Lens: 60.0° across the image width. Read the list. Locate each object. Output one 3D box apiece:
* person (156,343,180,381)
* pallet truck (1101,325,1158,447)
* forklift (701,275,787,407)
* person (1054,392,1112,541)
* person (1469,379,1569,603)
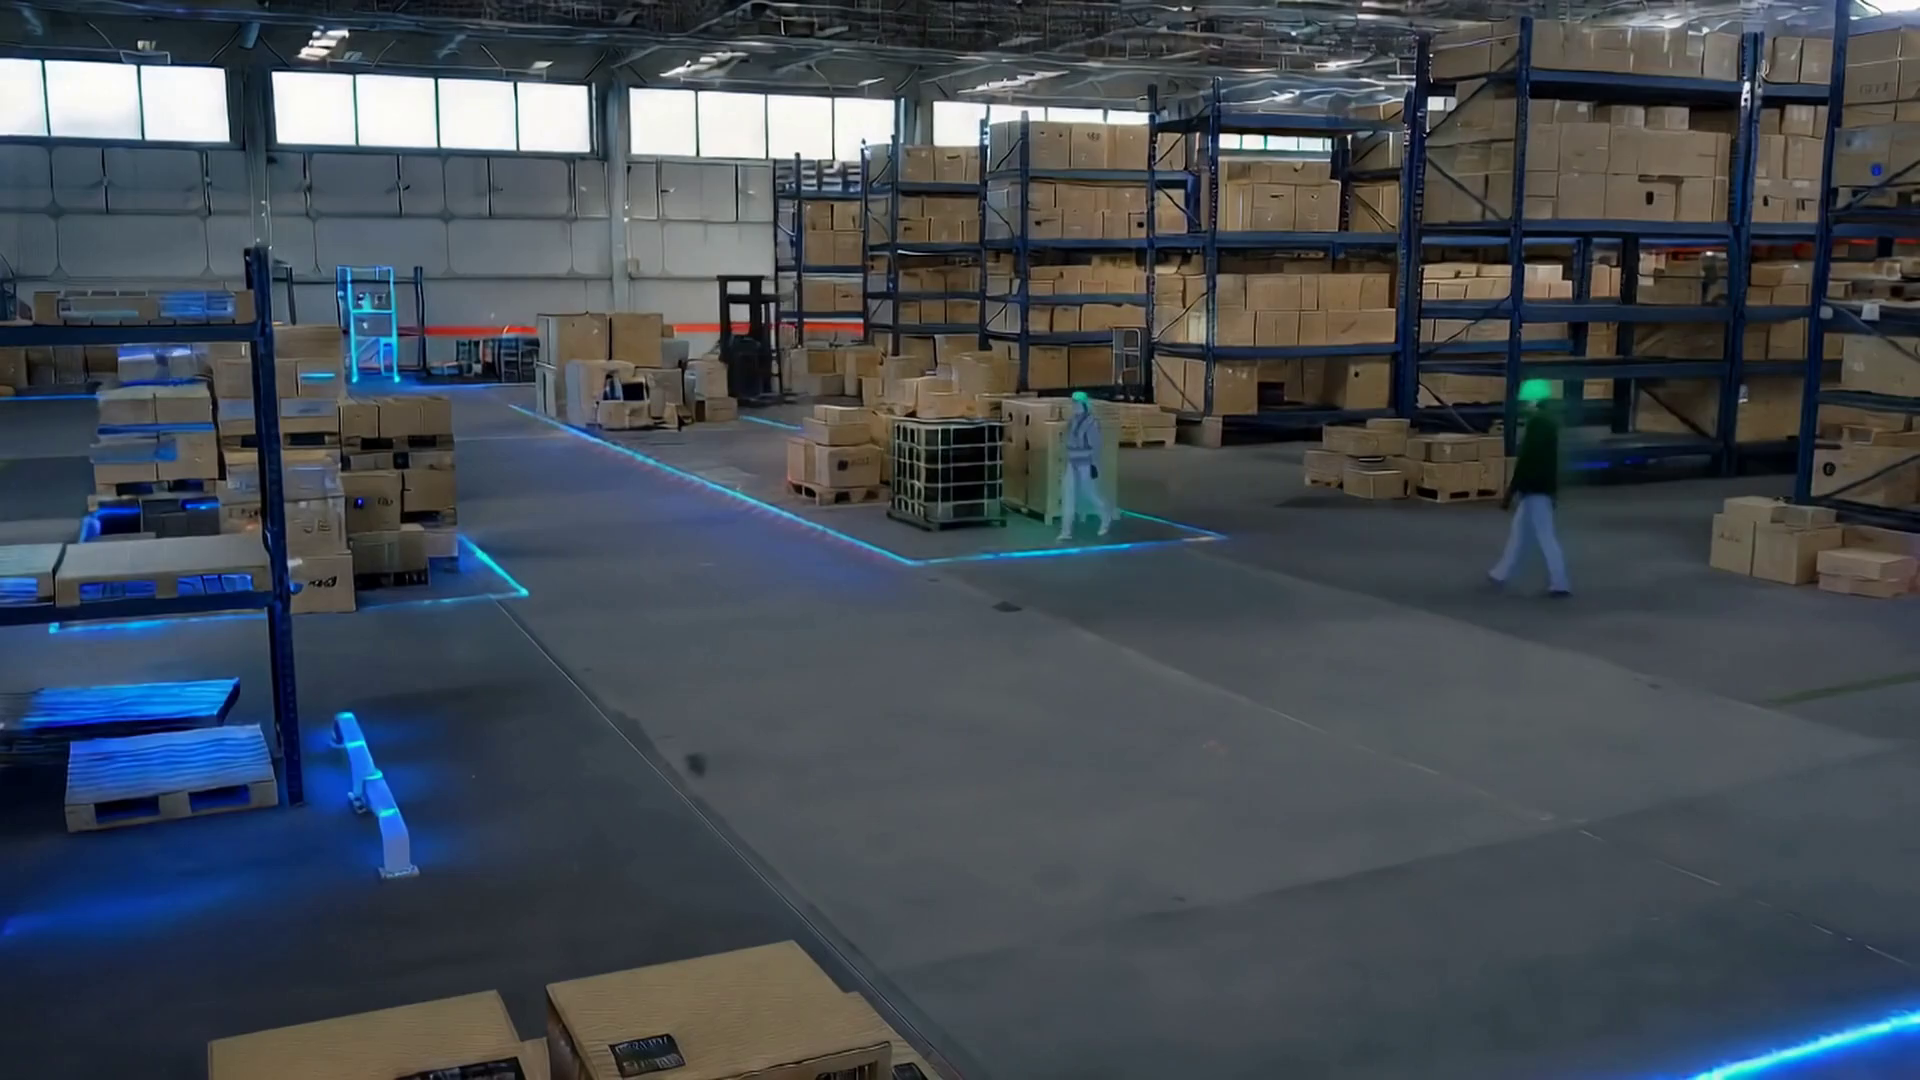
[{"bbox_3d":[-16.956,-3.802,35.618,0.437,1.925,0.581,-9,13,-44],"label":"person"},{"bbox_3d":[2.881,-2.596,27.923,0.823,1.965,1.885,-1,9,-7],"label":"pallet truck"},{"bbox_3d":[-4.772,-4.361,36.143,1.129,2.768,1.873,-7,12,-38],"label":"forklift"},{"bbox_3d":[1.352,-0.807,18.029,0.760,1.614,0.522,-9,13,-43],"label":"person"},{"bbox_3d":[4.996,-0.447,14.732,0.985,1.943,0.641,6,11,32],"label":"person"}]
